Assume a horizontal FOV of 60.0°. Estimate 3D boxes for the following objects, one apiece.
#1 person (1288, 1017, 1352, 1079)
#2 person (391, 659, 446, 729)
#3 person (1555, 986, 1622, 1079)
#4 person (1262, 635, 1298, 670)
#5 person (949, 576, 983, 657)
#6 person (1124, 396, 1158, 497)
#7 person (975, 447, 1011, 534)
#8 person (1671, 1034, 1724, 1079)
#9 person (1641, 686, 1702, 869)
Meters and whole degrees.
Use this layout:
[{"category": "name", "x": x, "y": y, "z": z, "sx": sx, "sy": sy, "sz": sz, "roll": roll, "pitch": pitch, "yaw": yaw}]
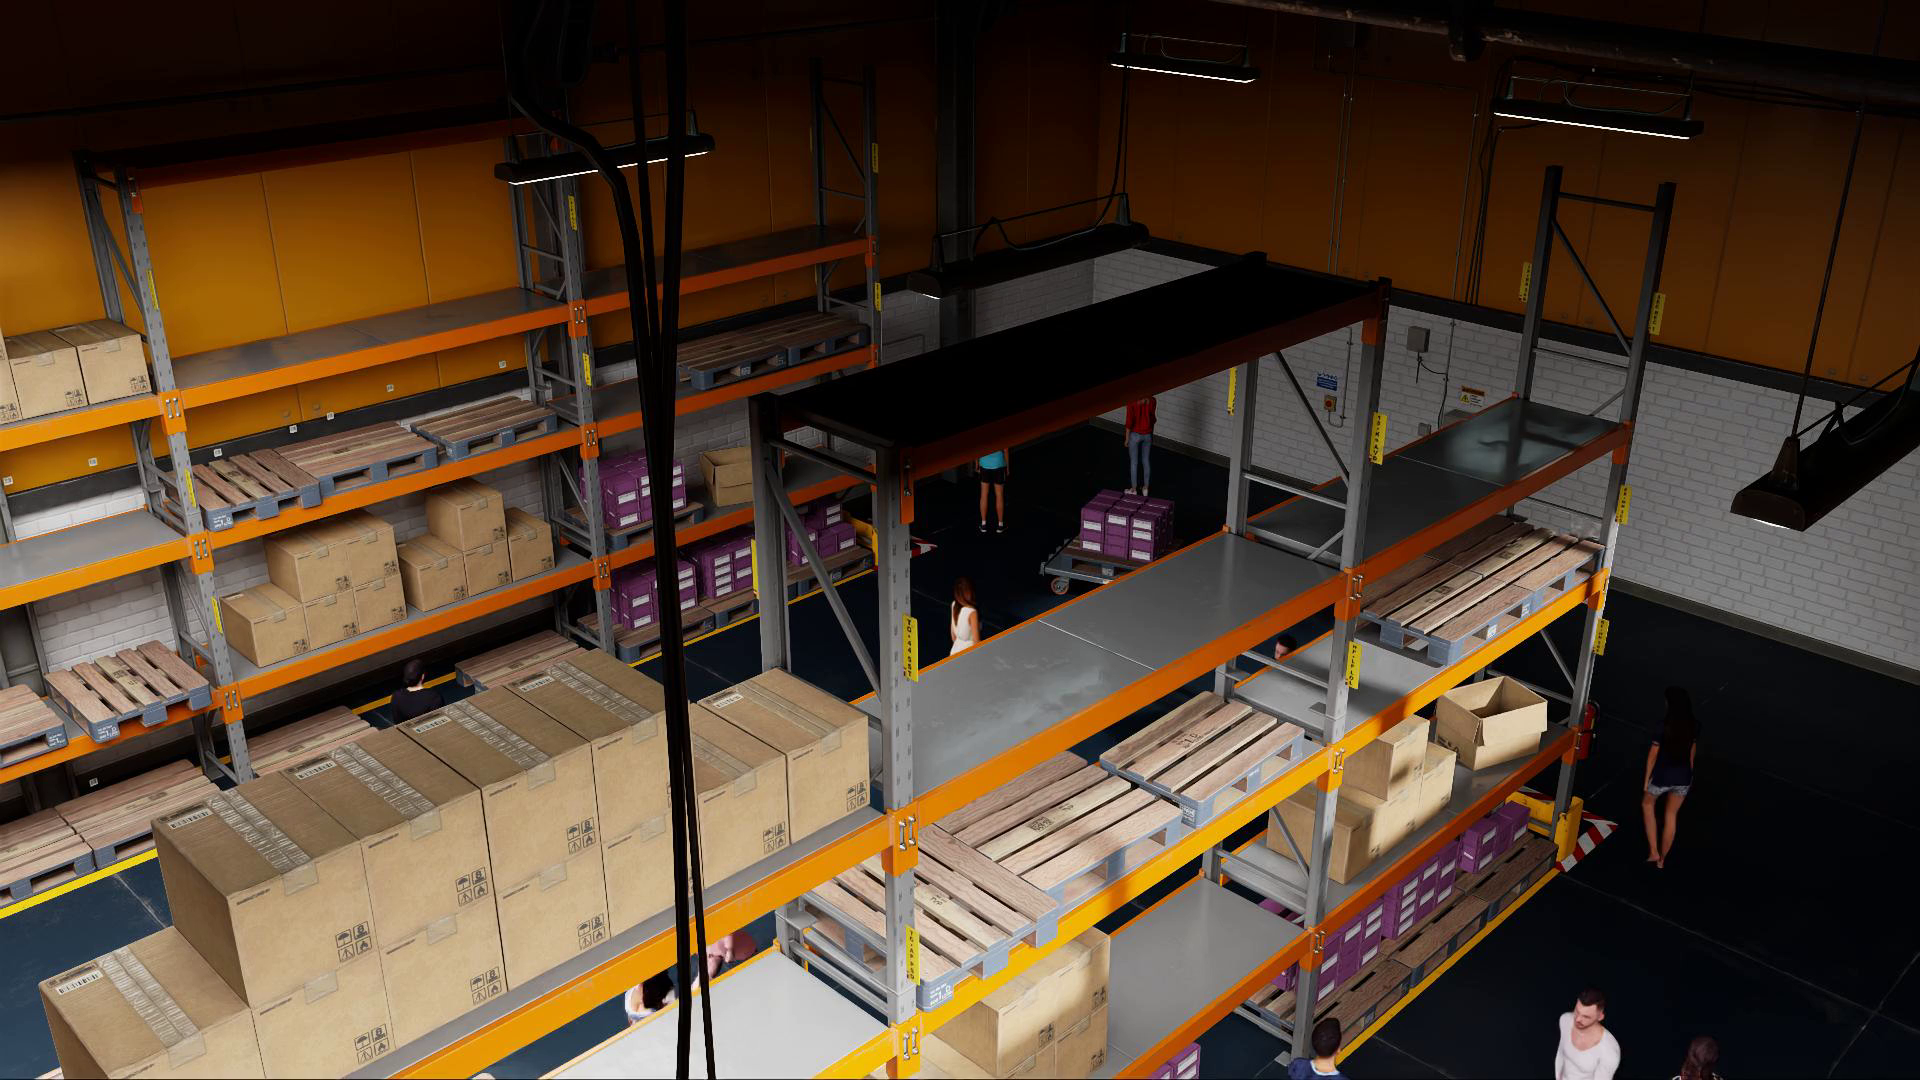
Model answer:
[{"category": "person", "x": 2.208, "y": 3.816, "z": 10.356, "sx": 0.639, "sy": 1.832, "sz": 0.933, "roll": 20, "pitch": 31, "yaw": 38}, {"category": "person", "x": -4.791, "y": 1.872, "z": 14.893, "sx": 0.777, "sy": 1.760, "sz": 0.822, "roll": 2, "pitch": 24, "yaw": 5}, {"category": "person", "x": 4.084, "y": 3.647, "z": 10.800, "sx": 1.216, "sy": 1.786, "sz": 0.893, "roll": -11, "pitch": 26, "yaw": -24}, {"category": "person", "x": 2.979, "y": 1.703, "z": 15.158, "sx": 1.246, "sy": 1.859, "sz": 0.736, "roll": -19, "pitch": 30, "yaw": -37}, {"category": "person", "x": 0.040, "y": 1.181, "z": 16.444, "sx": 0.592, "sy": 1.785, "sz": 0.635, "roll": -14, "pitch": 27, "yaw": -30}, {"category": "person", "x": 2.430, "y": -1.397, "z": 22.441, "sx": 0.575, "sy": 1.704, "sz": 0.742, "roll": -9, "pitch": 25, "yaw": -20}, {"category": "person", "x": 0.415, "y": -0.948, "z": 21.325, "sx": 0.692, "sy": 1.776, "sz": 0.710, "roll": 4, "pitch": 24, "yaw": 10}, {"category": "person", "x": 4.562, "y": 3.889, "z": 10.459, "sx": 0.735, "sy": 1.615, "sz": 0.794, "roll": -6, "pitch": 24, "yaw": -13}, {"category": "person", "x": 6.141, "y": 2.112, "z": 14.353, "sx": 0.775, "sy": 1.753, "sz": 0.829, "roll": 3, "pitch": 24, "yaw": 6}]
